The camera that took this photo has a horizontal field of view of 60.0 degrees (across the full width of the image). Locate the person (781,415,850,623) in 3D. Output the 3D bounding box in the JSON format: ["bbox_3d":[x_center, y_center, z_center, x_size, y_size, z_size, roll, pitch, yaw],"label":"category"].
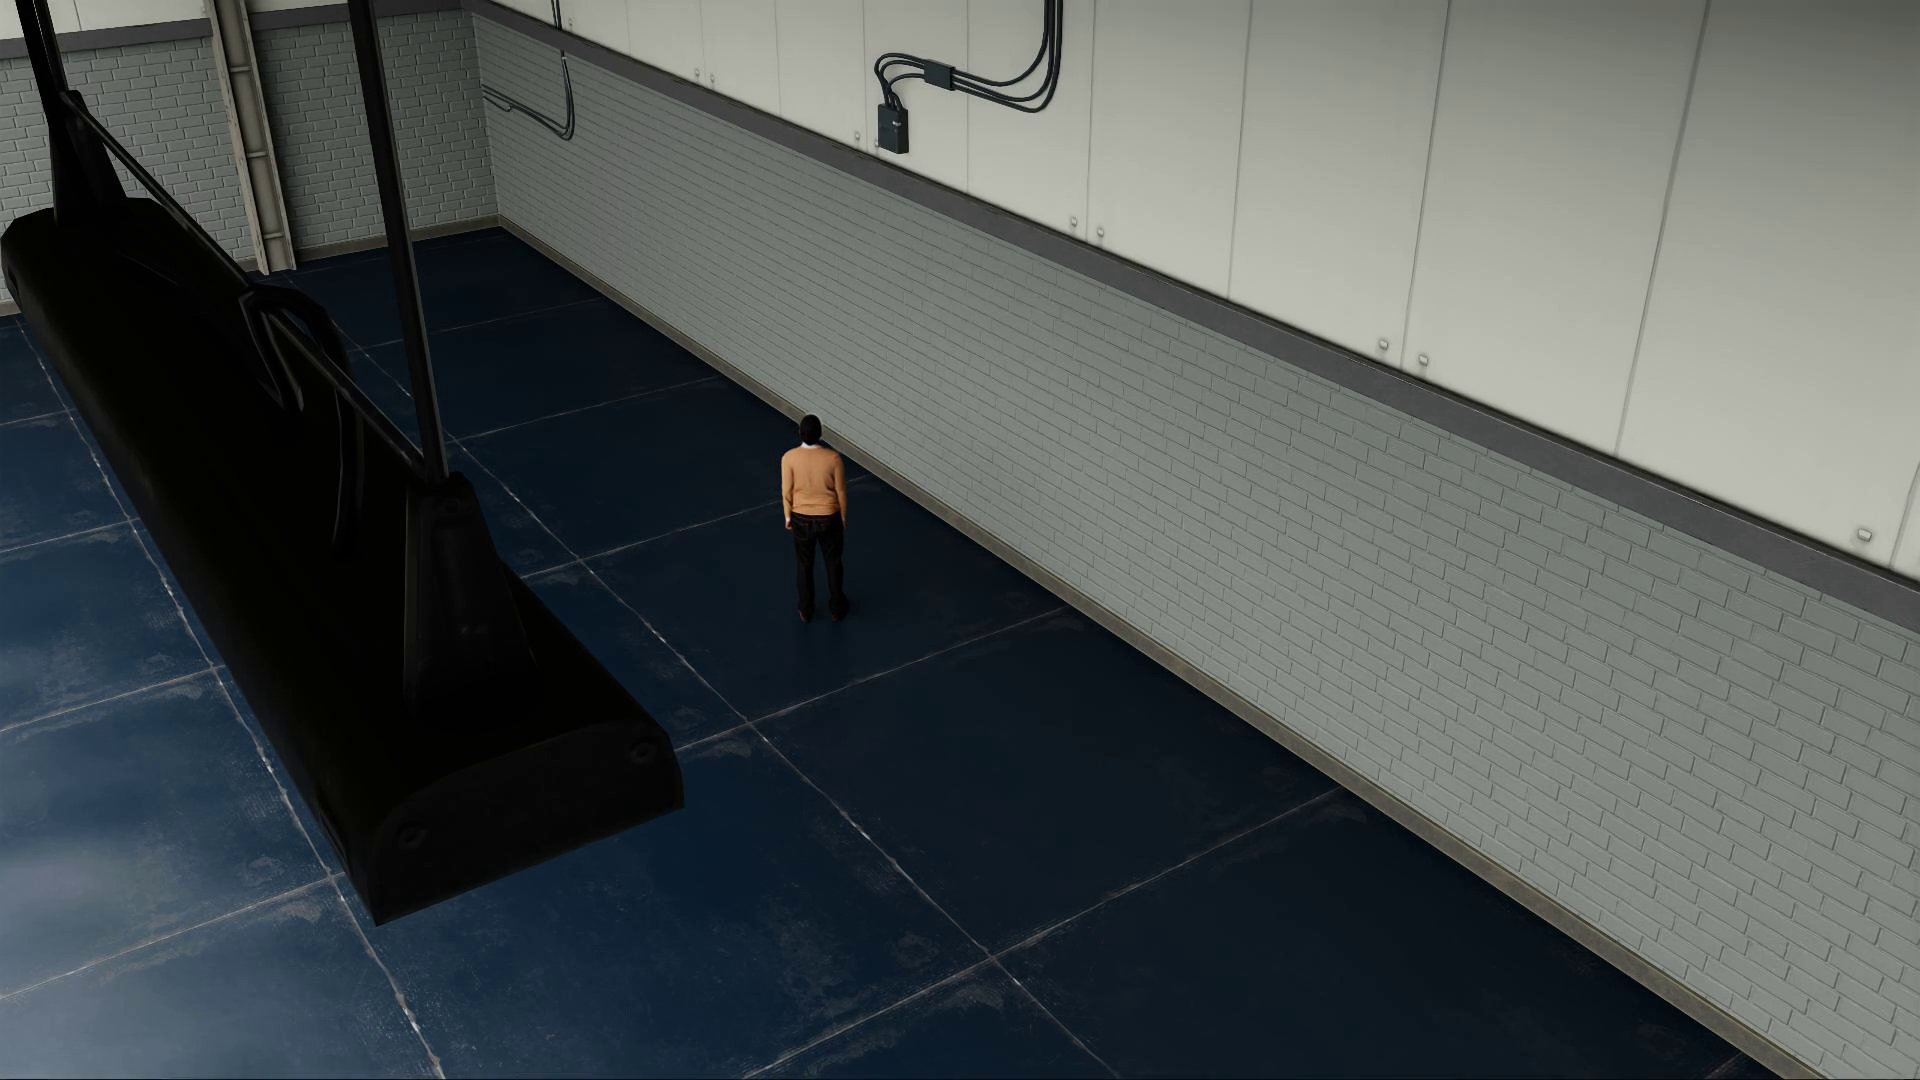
[{"bbox_3d":[-1.122,-0.168,12.986,0.718,1.754,0.816,-1,28,-1],"label":"person"}]
